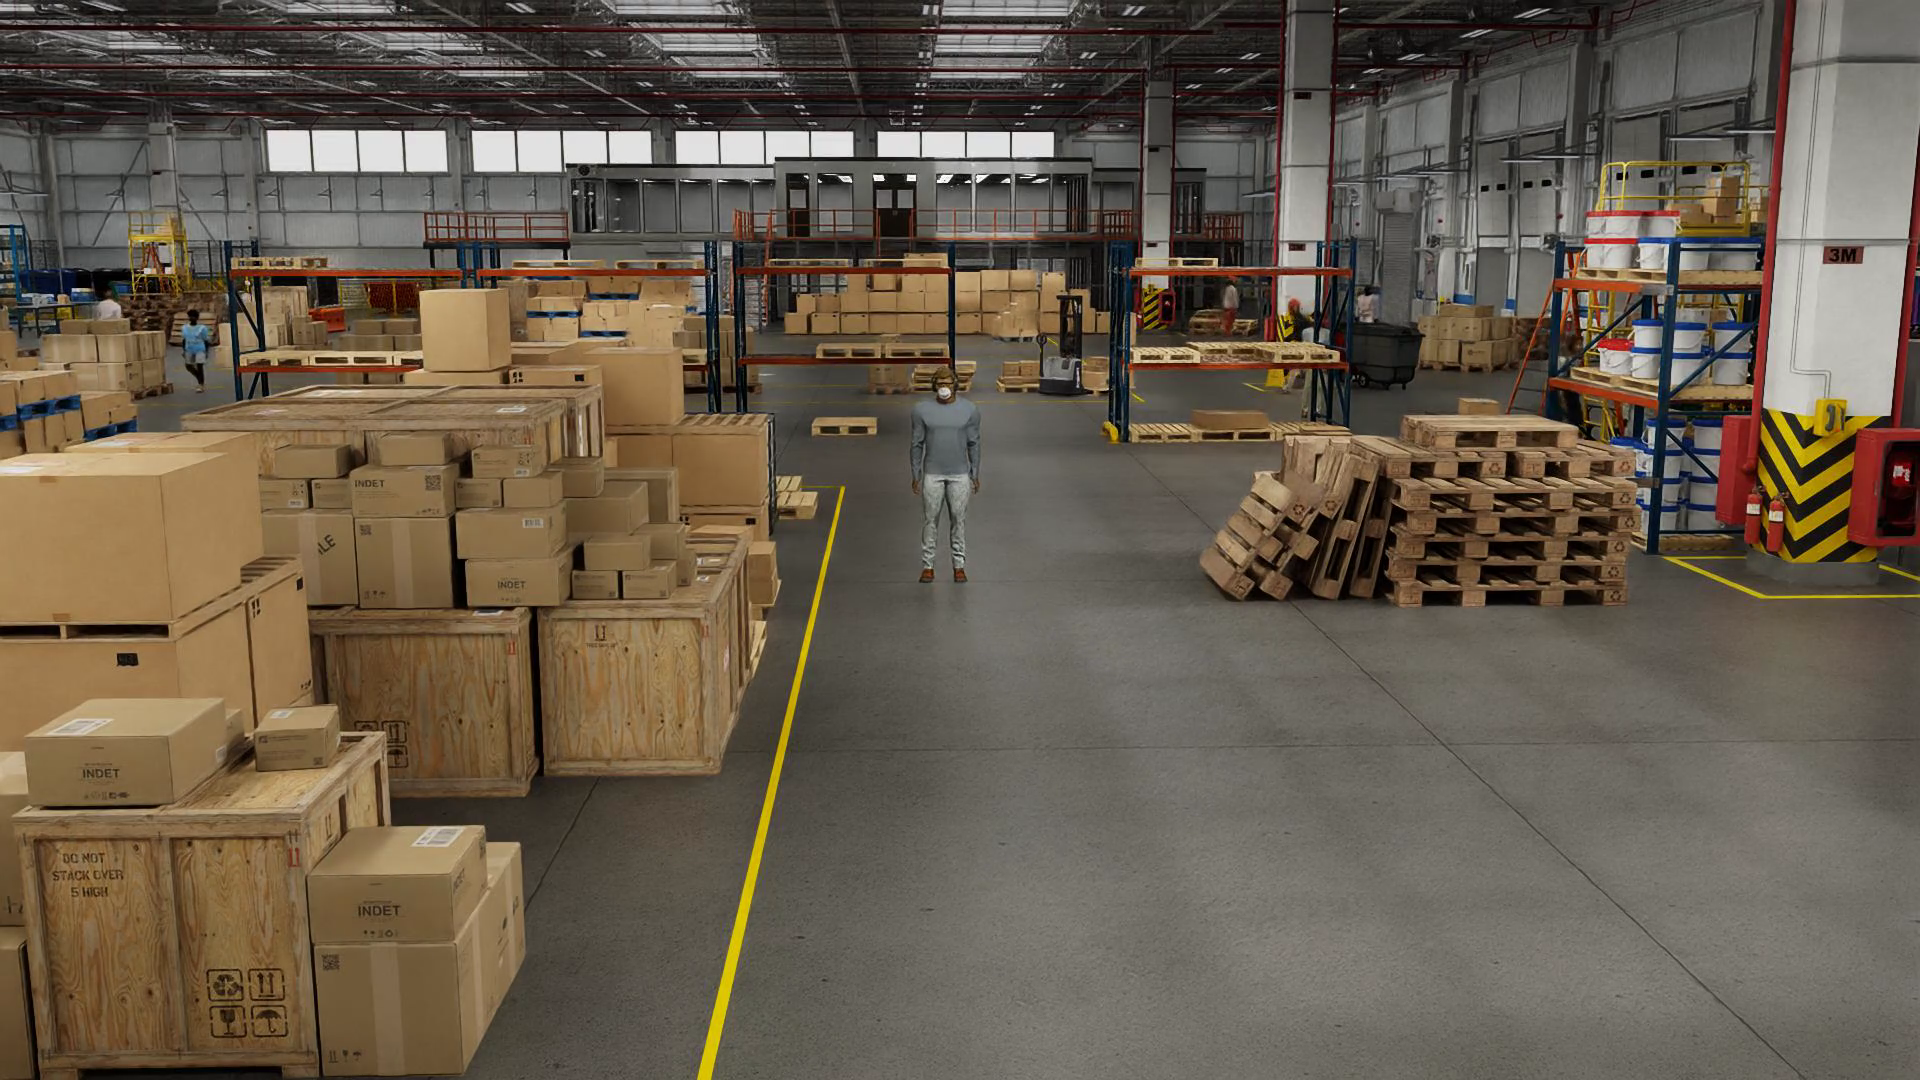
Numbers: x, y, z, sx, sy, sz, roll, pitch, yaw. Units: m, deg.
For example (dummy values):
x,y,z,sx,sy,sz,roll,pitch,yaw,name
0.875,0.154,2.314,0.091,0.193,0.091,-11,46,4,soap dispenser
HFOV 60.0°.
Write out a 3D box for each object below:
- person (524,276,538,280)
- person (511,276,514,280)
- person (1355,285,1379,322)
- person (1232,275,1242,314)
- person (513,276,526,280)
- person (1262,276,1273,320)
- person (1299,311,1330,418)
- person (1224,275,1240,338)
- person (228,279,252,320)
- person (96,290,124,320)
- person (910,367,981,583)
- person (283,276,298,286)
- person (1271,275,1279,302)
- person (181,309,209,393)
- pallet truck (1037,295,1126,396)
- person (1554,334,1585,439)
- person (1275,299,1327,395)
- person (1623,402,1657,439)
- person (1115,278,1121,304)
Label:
x,y,z,sx,sy,sz,roll,pitch,yaw,name
-15.814,-8.980,61.343,0.615,2.039,0.386,0,10,-2,person
-21.572,-12.438,80.928,0.594,1.924,0.383,0,10,-2,person
11.680,-6.408,47.679,0.623,1.812,0.852,9,14,41,person
11.370,-10.265,69.125,0.695,1.816,0.655,-9,13,-40,person
-19.214,-10.946,72.639,0.554,1.923,0.727,-3,11,-17,person
12.040,-9.429,64.797,0.540,1.698,0.317,0,10,-2,person
6.122,-3.024,28.655,0.535,1.864,0.312,0,10,-2,person
8.571,-7.319,52.298,0.647,1.971,0.642,-2,10,-11,person
-19.900,-6.226,46.006,0.680,2.000,0.896,2,10,9,person
-19.969,-4.937,39.216,0.656,1.892,0.994,3,11,16,person
-0.128,-0.578,14.825,0.635,1.937,0.354,0,10,-2,person
-28.485,-10.592,70.765,0.585,1.881,0.337,0,10,-2,person
14.061,-11.110,73.647,0.597,1.896,1.024,1,10,8,person
-15.424,-3.827,33.600,0.538,1.687,0.449,0,10,-1,person
2.483,-3.881,33.060,1.885,1.965,0.823,-7,13,-36,pallet truck
8.170,-1.890,22.510,0.515,1.813,0.906,-7,12,-34,person
6.853,-3.826,33.007,1.041,1.922,0.655,1,10,7,person
8.523,-1.545,20.761,0.493,1.741,0.318,0,10,-2,person
6.380,-9.563,65.501,0.524,1.724,0.911,-8,13,-37,person
